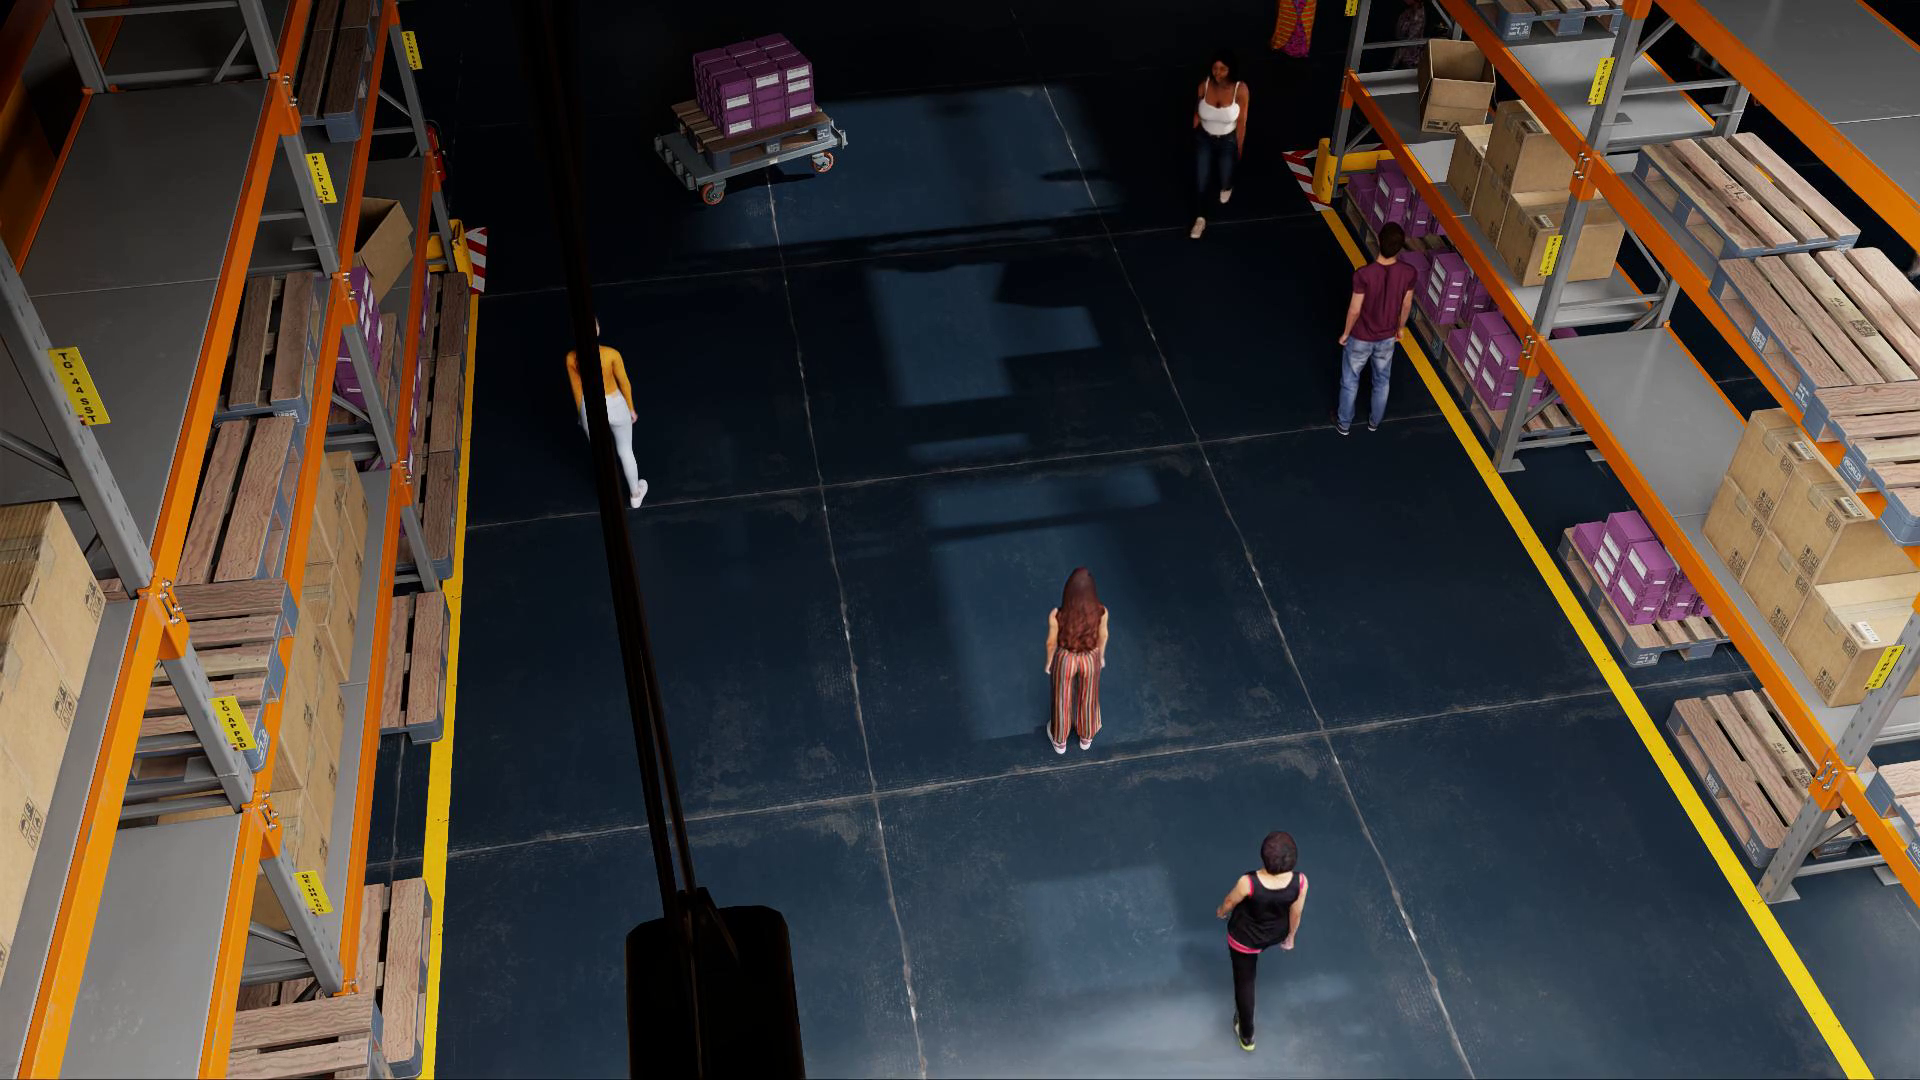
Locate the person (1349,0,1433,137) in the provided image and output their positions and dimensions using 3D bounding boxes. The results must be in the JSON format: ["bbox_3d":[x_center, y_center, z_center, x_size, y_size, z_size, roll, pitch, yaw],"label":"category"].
[{"bbox_3d":[4.346,-4.527,15.861,0.737,1.693,0.850,1,44,1],"label":"person"}]

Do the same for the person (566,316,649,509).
[{"bbox_3d":[-2.569,-0.923,12.031,0.590,1.757,0.576,-4,44,-4],"label":"person"}]

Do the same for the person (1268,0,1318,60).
[{"bbox_3d":[3.505,-5.833,17.245,0.786,1.674,0.855,30,51,28],"label":"person"}]

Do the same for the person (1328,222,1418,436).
[{"bbox_3d":[3.148,-1.593,12.664,0.658,1.853,0.561,-4,44,-4],"label":"person"}]

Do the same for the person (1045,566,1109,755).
[{"bbox_3d":[0.729,0.750,10.416,0.556,1.563,0.530,-4,44,-4],"label":"person"}]

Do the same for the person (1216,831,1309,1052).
[{"bbox_3d":[1.621,2.162,8.971,0.544,1.511,1.009,-6,44,-6],"label":"person"}]

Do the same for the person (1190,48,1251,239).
[{"bbox_3d":[2.301,-3.566,14.781,0.939,1.791,1.082,16,46,17],"label":"person"}]
